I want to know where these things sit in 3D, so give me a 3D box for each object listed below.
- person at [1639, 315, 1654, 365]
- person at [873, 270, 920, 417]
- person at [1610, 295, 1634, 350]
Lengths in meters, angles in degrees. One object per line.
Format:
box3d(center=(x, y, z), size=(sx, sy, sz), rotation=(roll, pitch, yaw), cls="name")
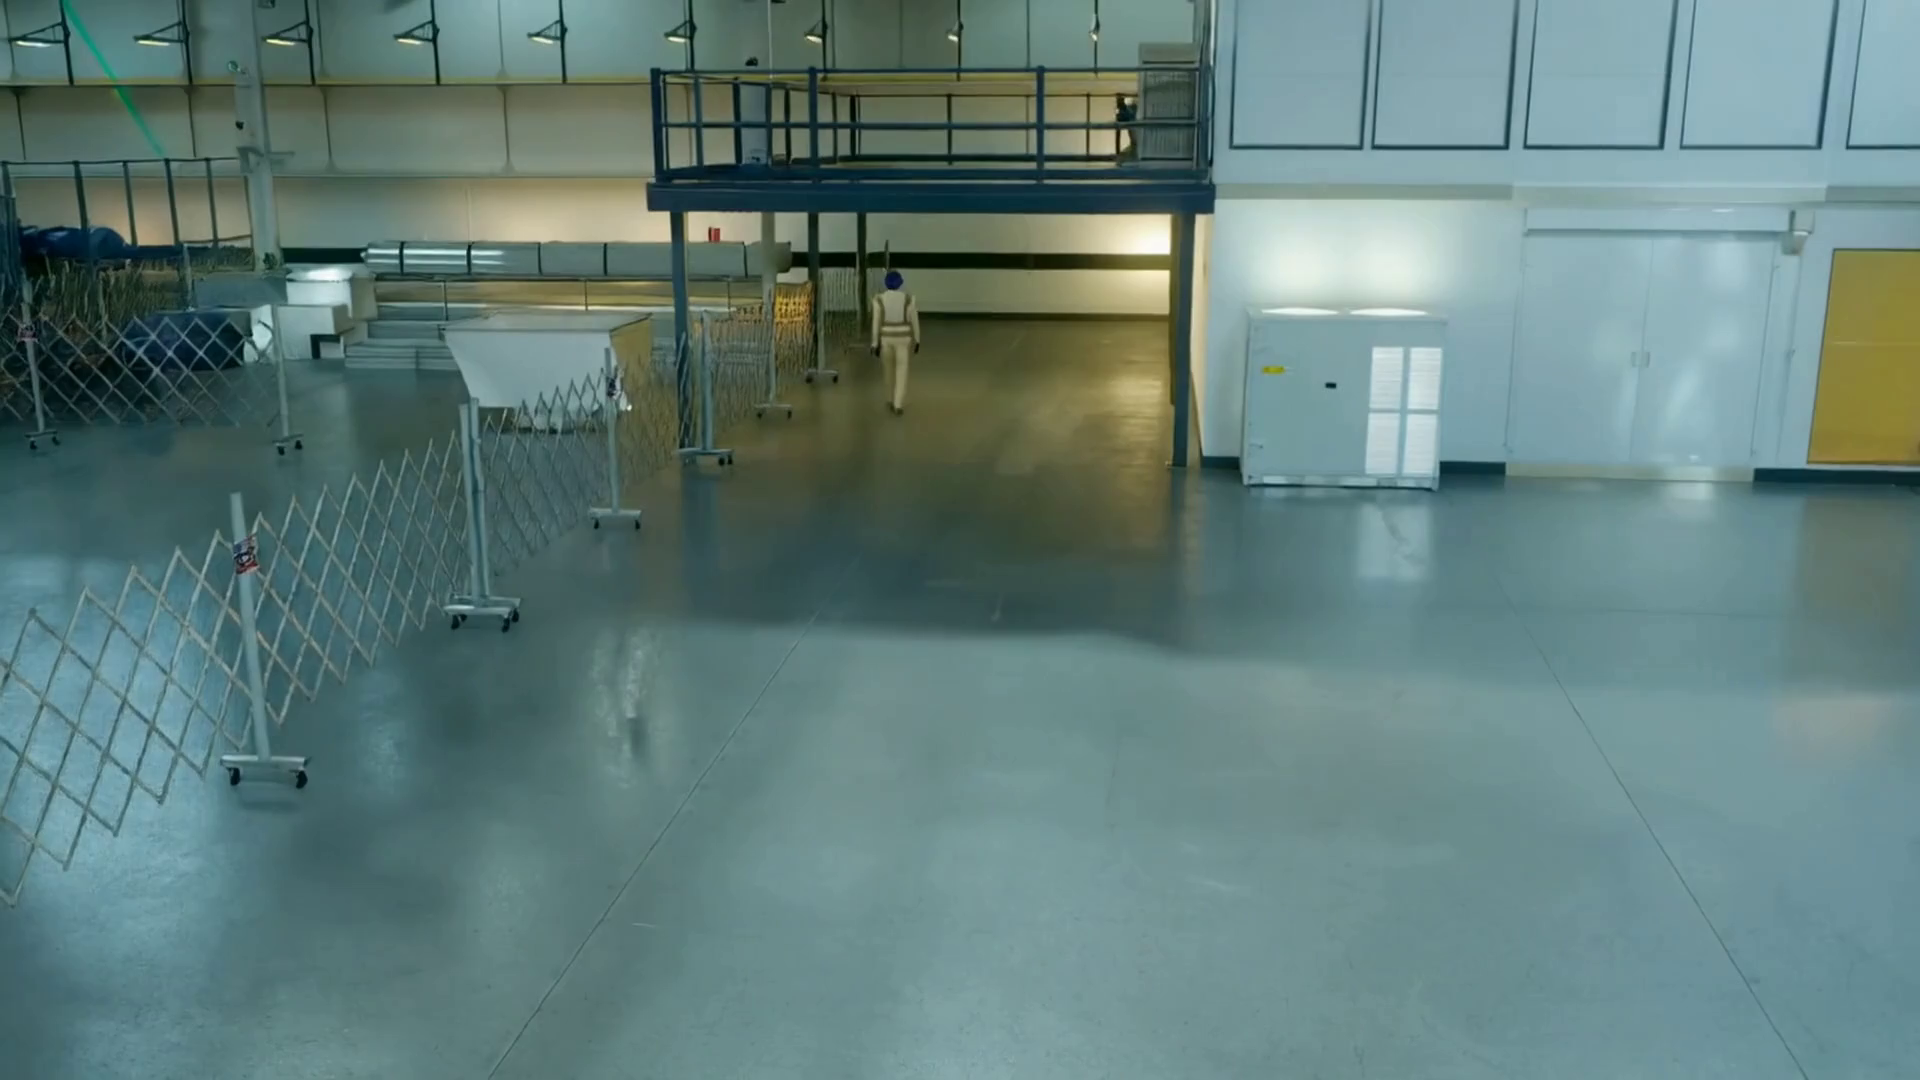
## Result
box3d(center=(8.319, -2.118, 20.079), size=(0.814, 1.602, 0.491), rotation=(8, 16, 28), cls="person")
box3d(center=(-0.810, -2.538, 21.346), size=(0.578, 1.829, 0.985), rotation=(2, 14, 6), cls="person")
box3d(center=(9.037, -2.965, 23.051), size=(0.797, 1.841, 0.564), rotation=(12, 18, 41), cls="person")
